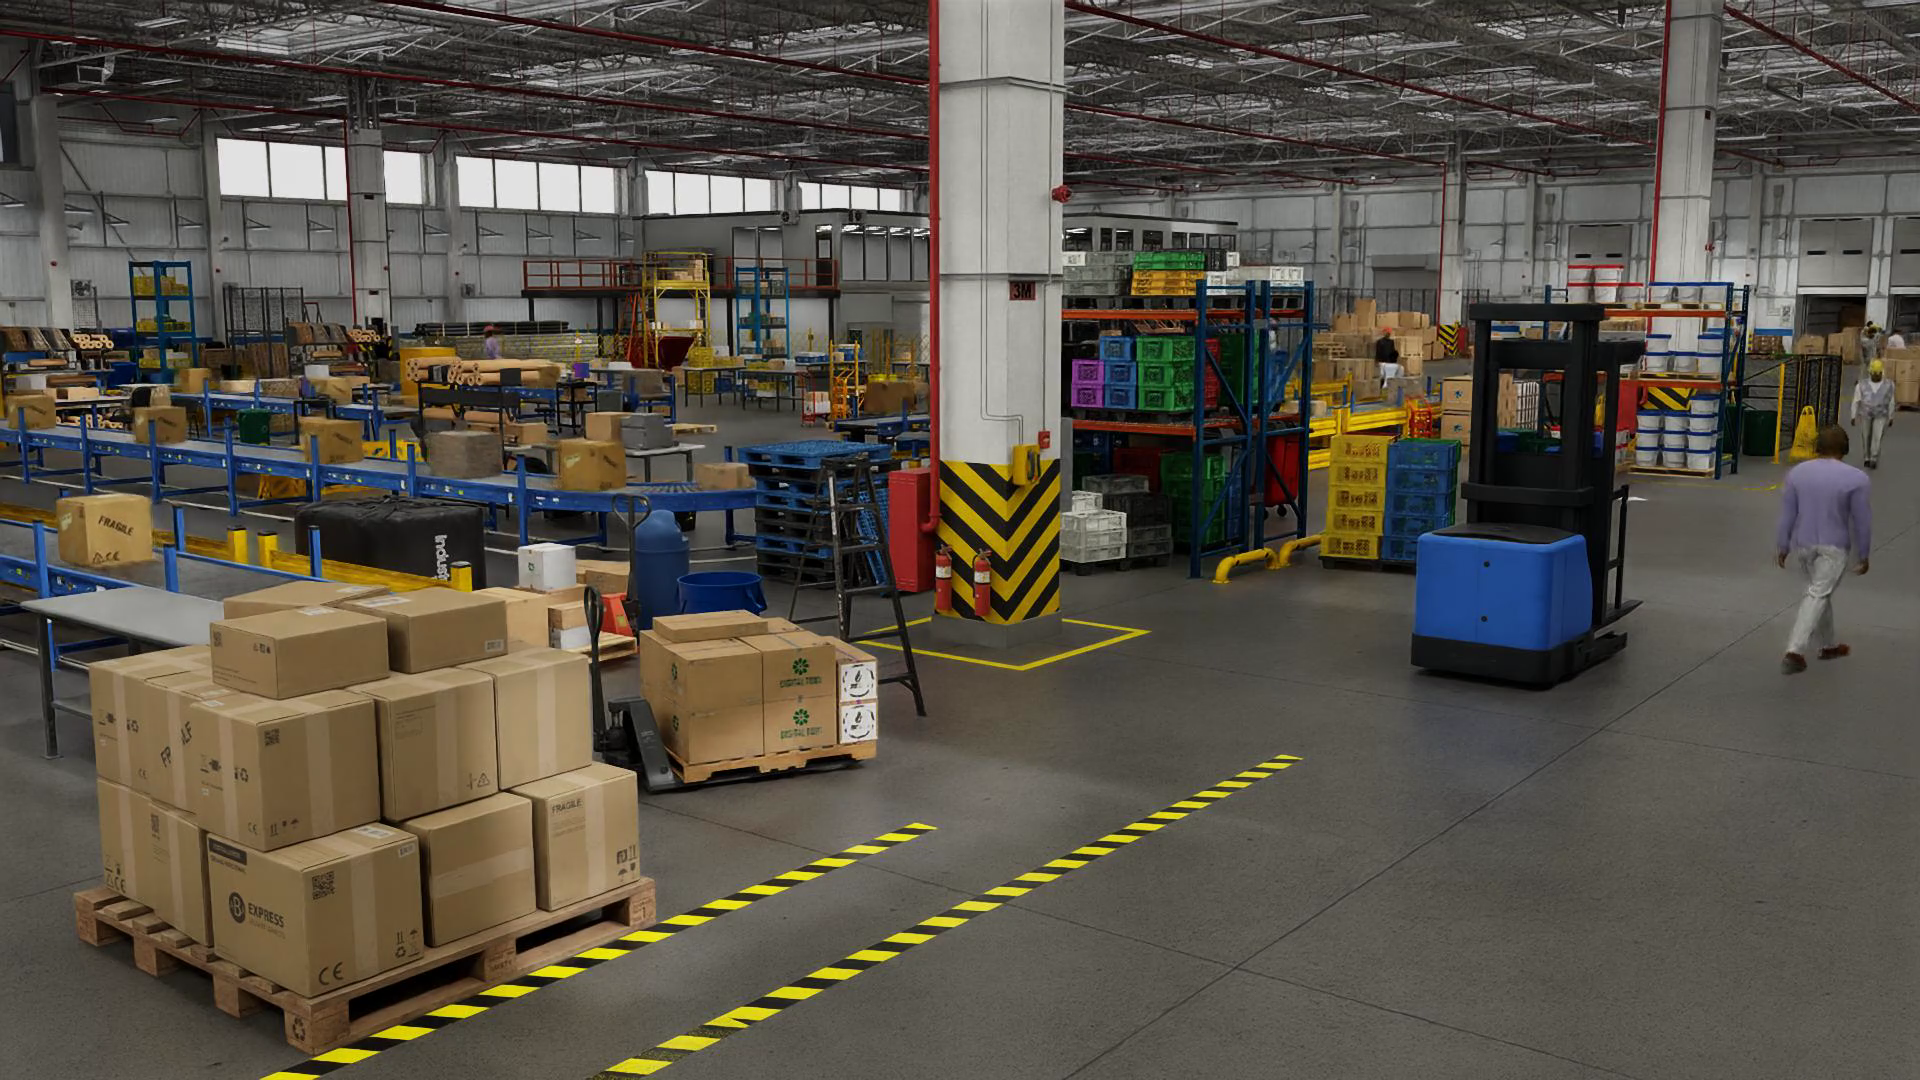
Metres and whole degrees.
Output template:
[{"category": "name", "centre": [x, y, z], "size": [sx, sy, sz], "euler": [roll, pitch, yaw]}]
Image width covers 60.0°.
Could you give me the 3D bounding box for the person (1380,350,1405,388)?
[{"category": "person", "centre": [9.275, -3.227, 35.689], "size": [0.538, 1.685, 0.391], "euler": [7, 11, 39]}]

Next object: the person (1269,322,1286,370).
[{"category": "person", "centre": [11.397, -6.992, 60.433], "size": [0.998, 1.870, 0.568], "euler": [1, 9, 9]}]

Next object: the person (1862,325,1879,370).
[{"category": "person", "centre": [34.102, -7.201, 62.352], "size": [0.795, 1.710, 0.518], "euler": [-8, 11, -42]}]

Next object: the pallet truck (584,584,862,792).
[{"category": "pallet truck", "centre": [-1.426, 0.805, 10.019], "size": [1.601, 1.201, 0.680], "euler": [-4, 9, -26]}]

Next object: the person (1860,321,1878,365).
[{"category": "person", "centre": [34.970, -7.508, 64.002], "size": [0.627, 1.844, 0.429], "euler": [4, 9, 25]}]

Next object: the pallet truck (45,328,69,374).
[{"category": "pallet truck", "centre": [-23.775, -4.544, 43.495], "size": [1.885, 1.965, 0.823], "euler": [6, 10, 35]}]

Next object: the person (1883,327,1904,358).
[{"category": "person", "centre": [28.350, -5.502, 50.322], "size": [0.649, 1.898, 0.948], "euler": [-6, 10, -35]}]

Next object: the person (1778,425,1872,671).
[{"category": "person", "centre": [6.677, 0.059, 12.861], "size": [1.048, 1.892, 0.642], "euler": [-6, 10, -34]}]

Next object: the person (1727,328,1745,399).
[{"category": "person", "centre": [21.291, -4.817, 45.530], "size": [0.542, 1.939, 0.362], "euler": [-4, 9, -26]}]

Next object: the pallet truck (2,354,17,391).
[{"category": "pallet truck", "centre": [-24.881, -4.417, 42.634], "size": [1.885, 1.965, 0.823], "euler": [8, 11, 41]}]

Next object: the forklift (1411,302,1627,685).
[{"category": "forklift", "centre": [4.379, -0.438, 12.852], "size": [1.129, 2.768, 1.873], "euler": [7, 11, 37]}]

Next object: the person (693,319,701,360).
[{"category": "person", "centre": [-10.273, -7.673, 64.965], "size": [0.356, 1.886, 0.574], "euler": [2, 9, 13]}]

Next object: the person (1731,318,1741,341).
[{"category": "person", "centre": [31.812, -8.117, 67.933], "size": [0.735, 1.916, 0.376], "euler": [-3, 9, -22]}]

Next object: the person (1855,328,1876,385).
[{"category": "person", "centre": [28.456, -5.714, 52.047], "size": [0.571, 1.789, 0.952], "euler": [-3, 9, -19]}]

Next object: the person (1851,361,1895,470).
[{"category": "person", "centre": [15.049, -2.053, 27.436], "size": [0.615, 1.781, 0.947], "euler": [5, 10, 31]}]

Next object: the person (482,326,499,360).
[{"category": "person", "centre": [-12.894, -4.877, 45.725], "size": [0.916, 1.991, 0.632], "euler": [2, 9, 12]}]

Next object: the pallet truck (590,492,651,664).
[{"category": "pallet truck", "centre": [-3.115, 0.344, 12.883], "size": [0.653, 1.274, 1.630], "euler": [7, 11, 37]}]

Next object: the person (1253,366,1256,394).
[{"category": "person", "centre": [5.840, -2.814, 32.645], "size": [0.551, 1.751, 0.371], "euler": [8, 12, 44]}]

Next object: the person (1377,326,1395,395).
[{"category": "person", "centre": [12.062, -5.082, 47.206], "size": [0.617, 1.980, 0.485], "euler": [-3, 9, -22]}]
